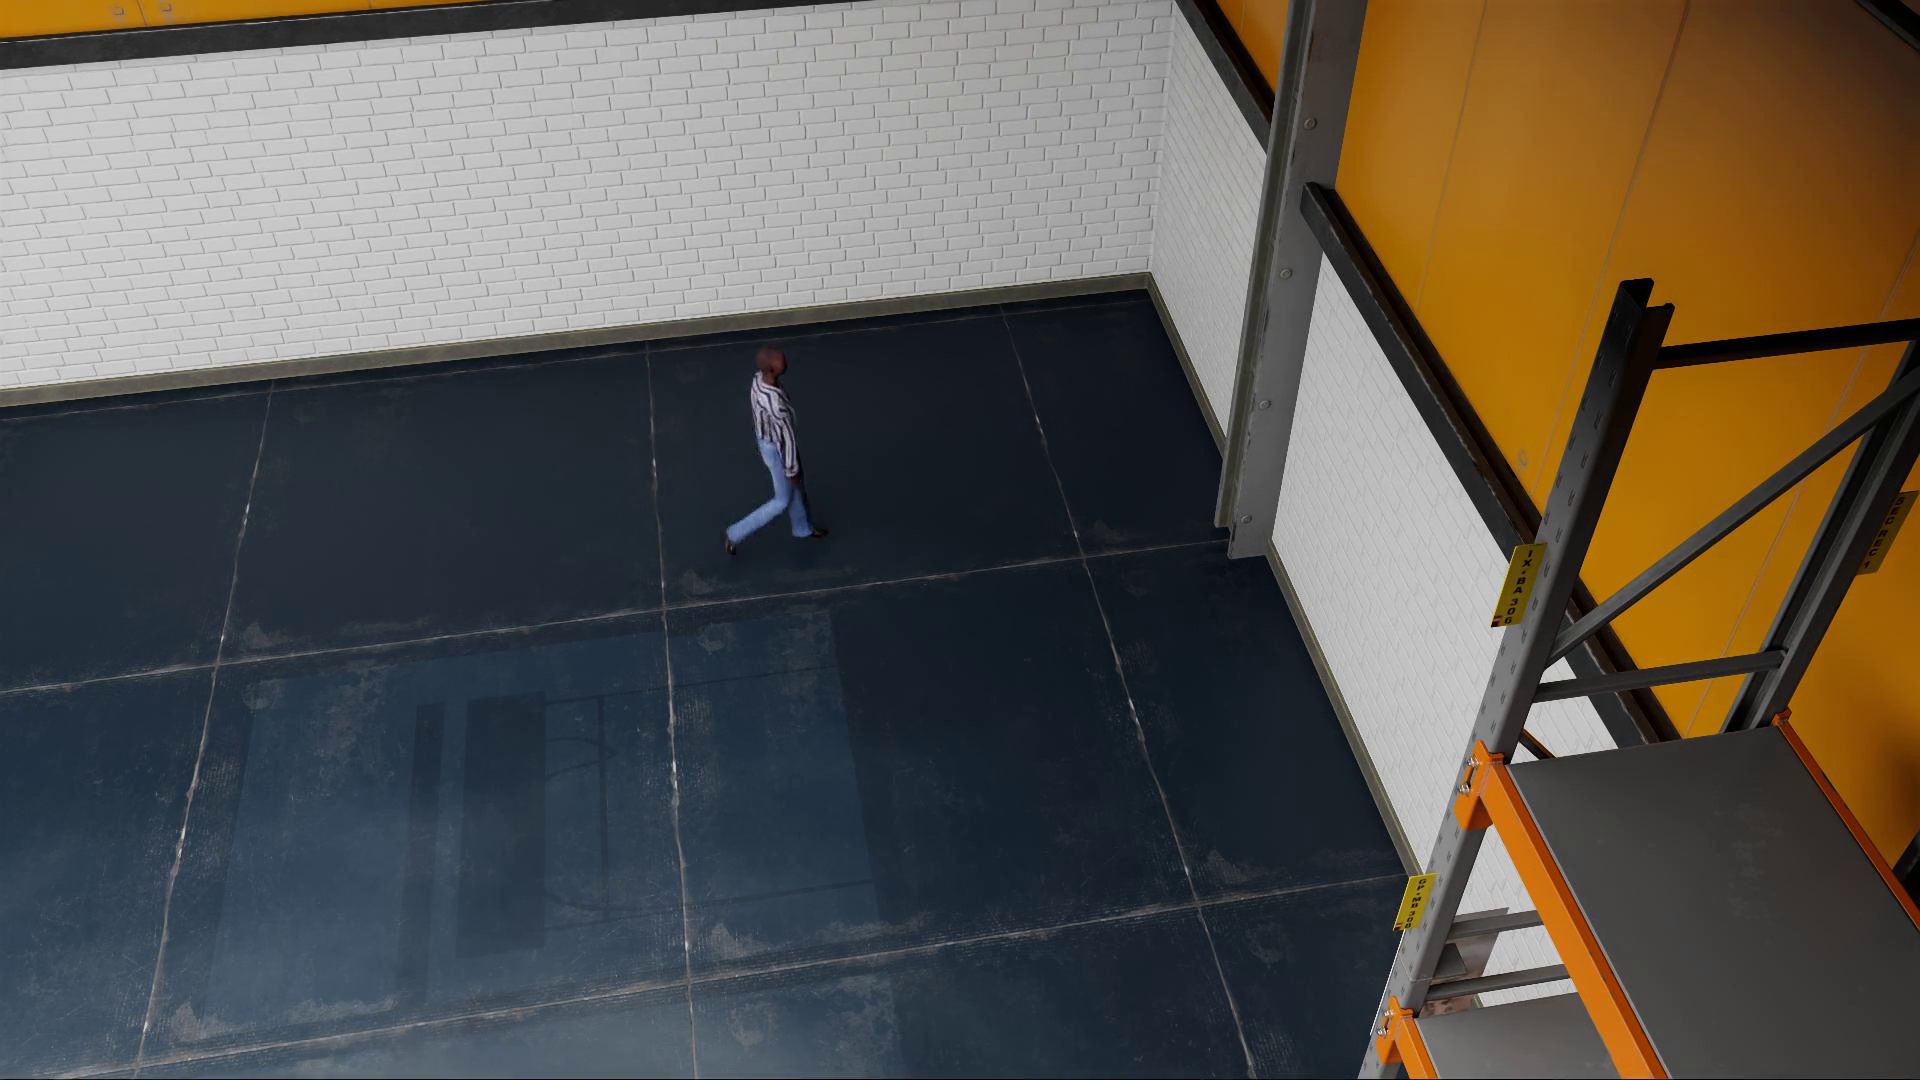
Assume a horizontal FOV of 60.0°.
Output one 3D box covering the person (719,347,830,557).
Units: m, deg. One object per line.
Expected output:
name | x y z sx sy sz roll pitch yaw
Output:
person | -1.322 -0.548 11.405 0.790 1.769 1.010 -14 45 -14
